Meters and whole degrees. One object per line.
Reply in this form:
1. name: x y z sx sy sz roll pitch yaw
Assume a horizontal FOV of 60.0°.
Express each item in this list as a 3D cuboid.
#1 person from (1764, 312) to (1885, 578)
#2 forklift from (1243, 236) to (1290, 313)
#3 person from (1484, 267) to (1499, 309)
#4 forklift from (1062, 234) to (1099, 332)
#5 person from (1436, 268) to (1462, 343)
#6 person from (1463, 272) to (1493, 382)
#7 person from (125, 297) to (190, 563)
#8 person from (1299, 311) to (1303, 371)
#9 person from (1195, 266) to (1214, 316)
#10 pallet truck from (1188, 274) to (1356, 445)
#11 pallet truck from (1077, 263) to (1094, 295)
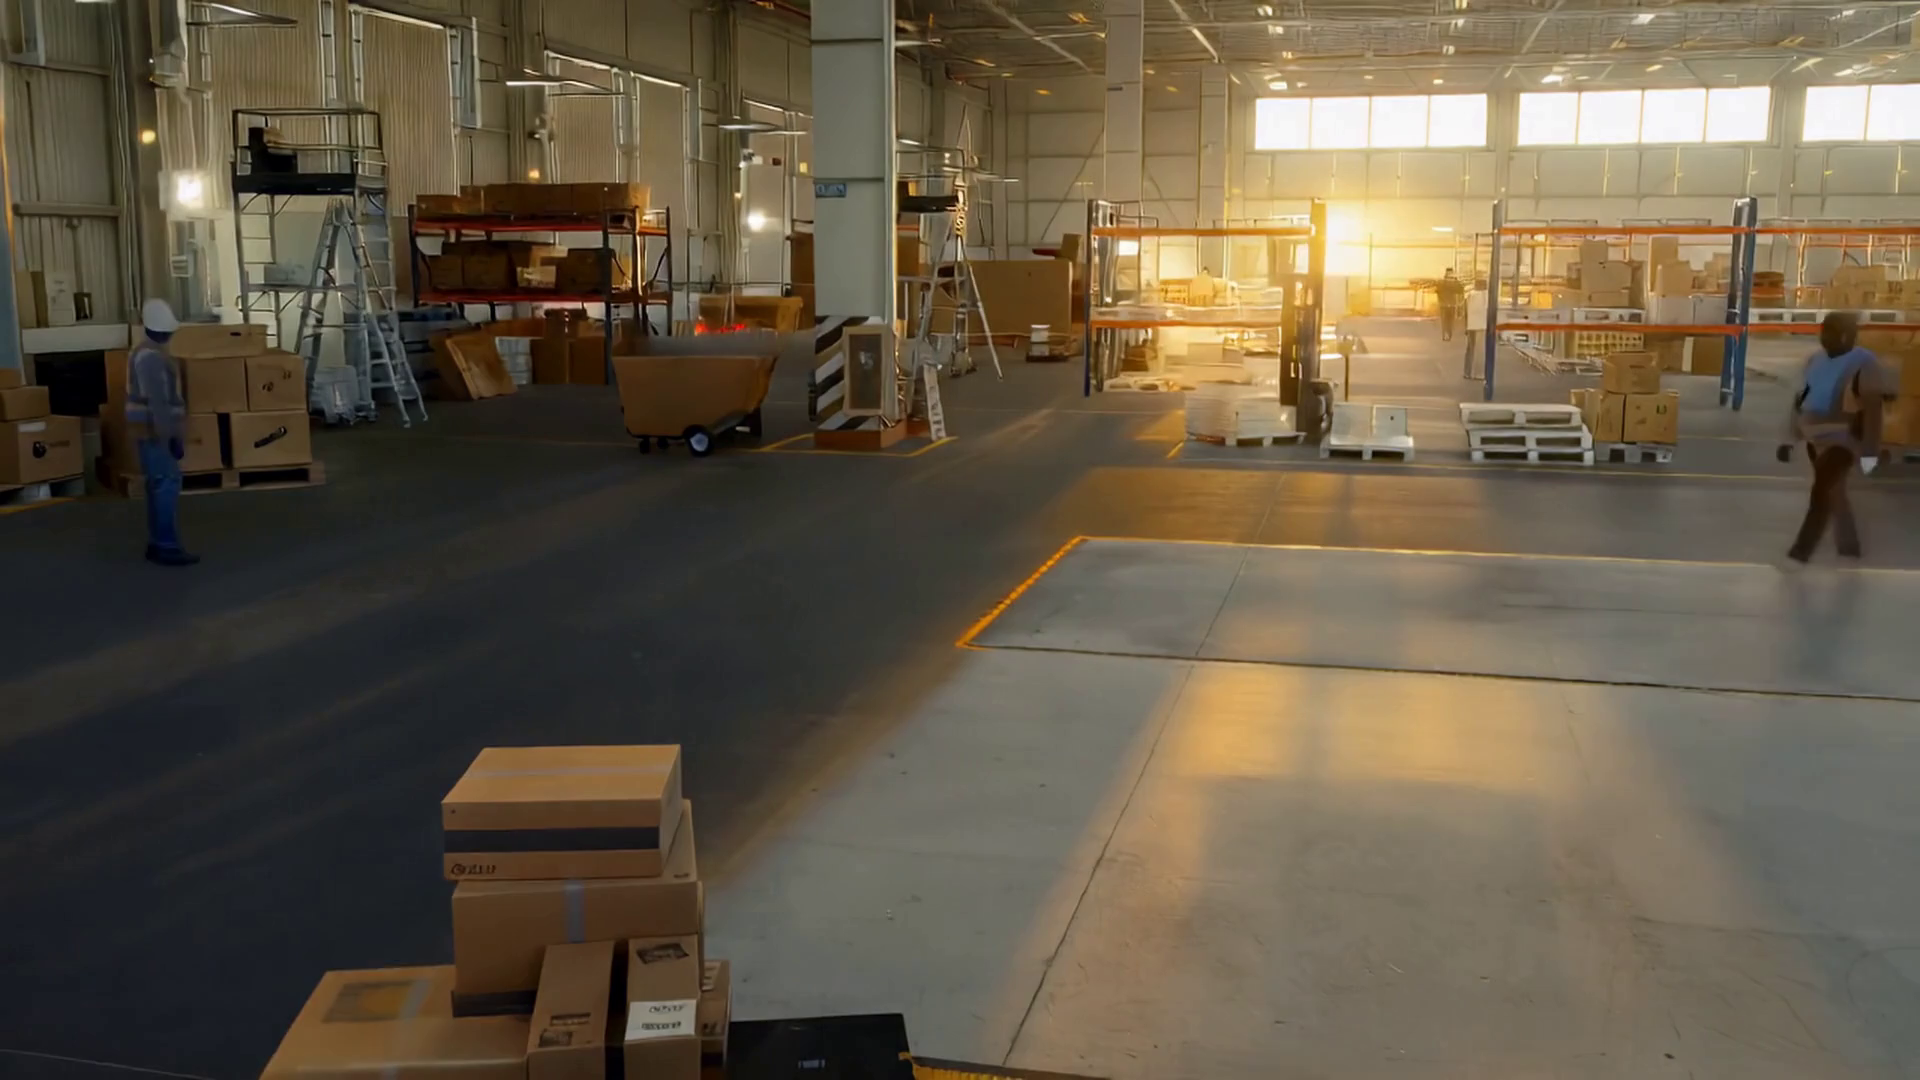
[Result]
1. person: 5.896 -0.646 11.368 0.941 1.798 0.626 -2 10 -10
2. forklift: 9.734 -7.924 51.058 1.873 2.768 1.129 -2 10 -14
3. person: 15.628 -7.095 49.113 0.552 1.897 0.979 2 10 12
4. forklift: 3.145 -7.329 47.558 1.873 2.768 1.129 2 10 14
5. person: 12.546 -6.022 42.682 0.641 1.920 0.685 4 11 24
6. person: 9.086 -3.724 29.127 0.365 1.928 0.594 -7 12 -36
7. person: -5.718 -0.769 11.848 0.395 1.904 0.666 -4 11 -24
8. person: 6.736 -4.103 31.942 0.486 1.738 0.338 -8 13 -41
9. person: 8.035 -8.067 54.763 0.635 1.916 0.855 -1 10 -7
10. pallet truck: 3.653 -2.138 19.590 1.885 1.965 0.823 -4 10 -20
11. pallet truck: 4.325 -8.180 55.162 0.823 1.965 1.885 6 11 31
